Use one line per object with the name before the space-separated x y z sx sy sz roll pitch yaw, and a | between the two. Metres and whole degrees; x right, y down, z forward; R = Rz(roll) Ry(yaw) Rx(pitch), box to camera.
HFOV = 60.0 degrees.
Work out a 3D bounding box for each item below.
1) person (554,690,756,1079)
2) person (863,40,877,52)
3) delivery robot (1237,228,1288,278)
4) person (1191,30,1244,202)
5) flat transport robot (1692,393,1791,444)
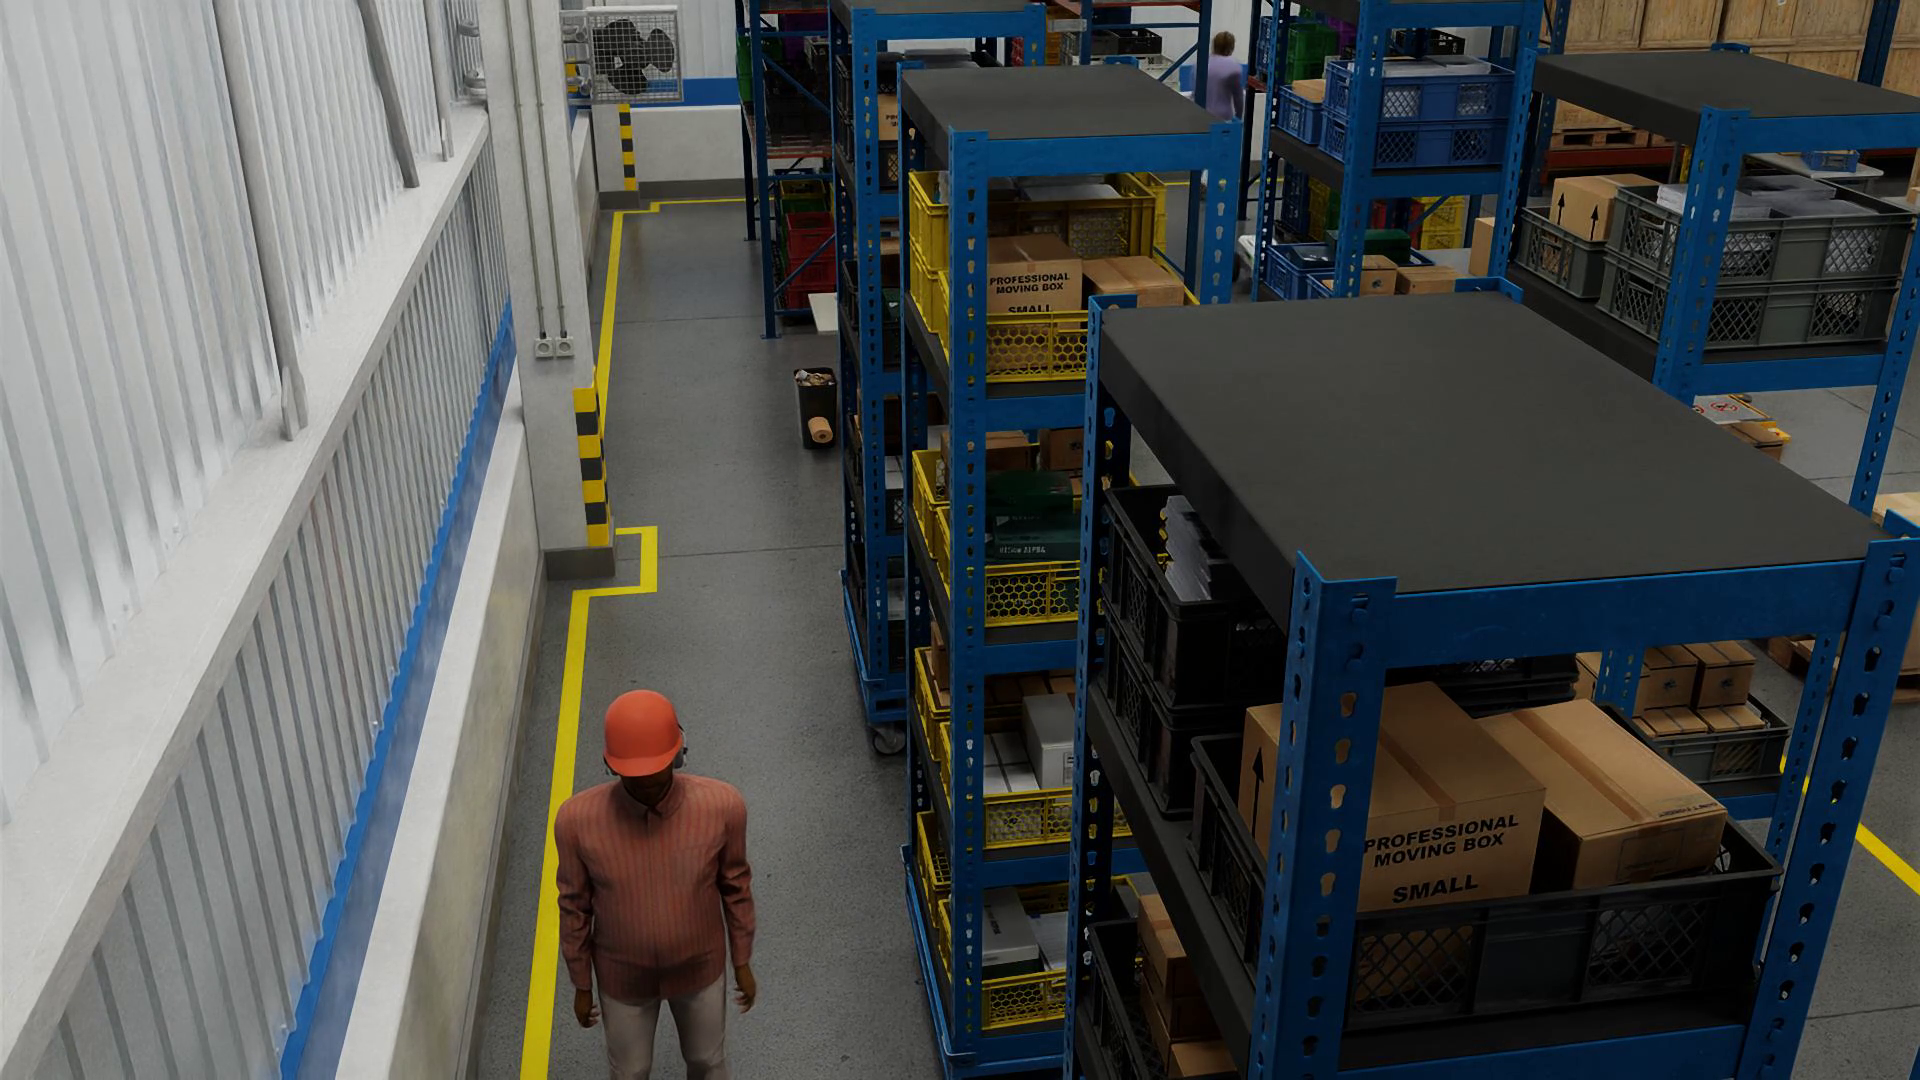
person | -0.945 1.352 5.280 0.608 1.995 0.377 -6 25 -14
person | -1.014 -4.571 18.318 0.667 1.854 0.617 -3 25 -6
delivery robot | 2.844 -2.686 15.659 0.477 0.478 0.707 -2 25 -4
person | 2.858 -4.754 18.674 0.628 1.891 0.836 23 33 40
flat transport robot | 5.224 -0.859 12.132 1.431 0.197 0.652 -4 25 -8
